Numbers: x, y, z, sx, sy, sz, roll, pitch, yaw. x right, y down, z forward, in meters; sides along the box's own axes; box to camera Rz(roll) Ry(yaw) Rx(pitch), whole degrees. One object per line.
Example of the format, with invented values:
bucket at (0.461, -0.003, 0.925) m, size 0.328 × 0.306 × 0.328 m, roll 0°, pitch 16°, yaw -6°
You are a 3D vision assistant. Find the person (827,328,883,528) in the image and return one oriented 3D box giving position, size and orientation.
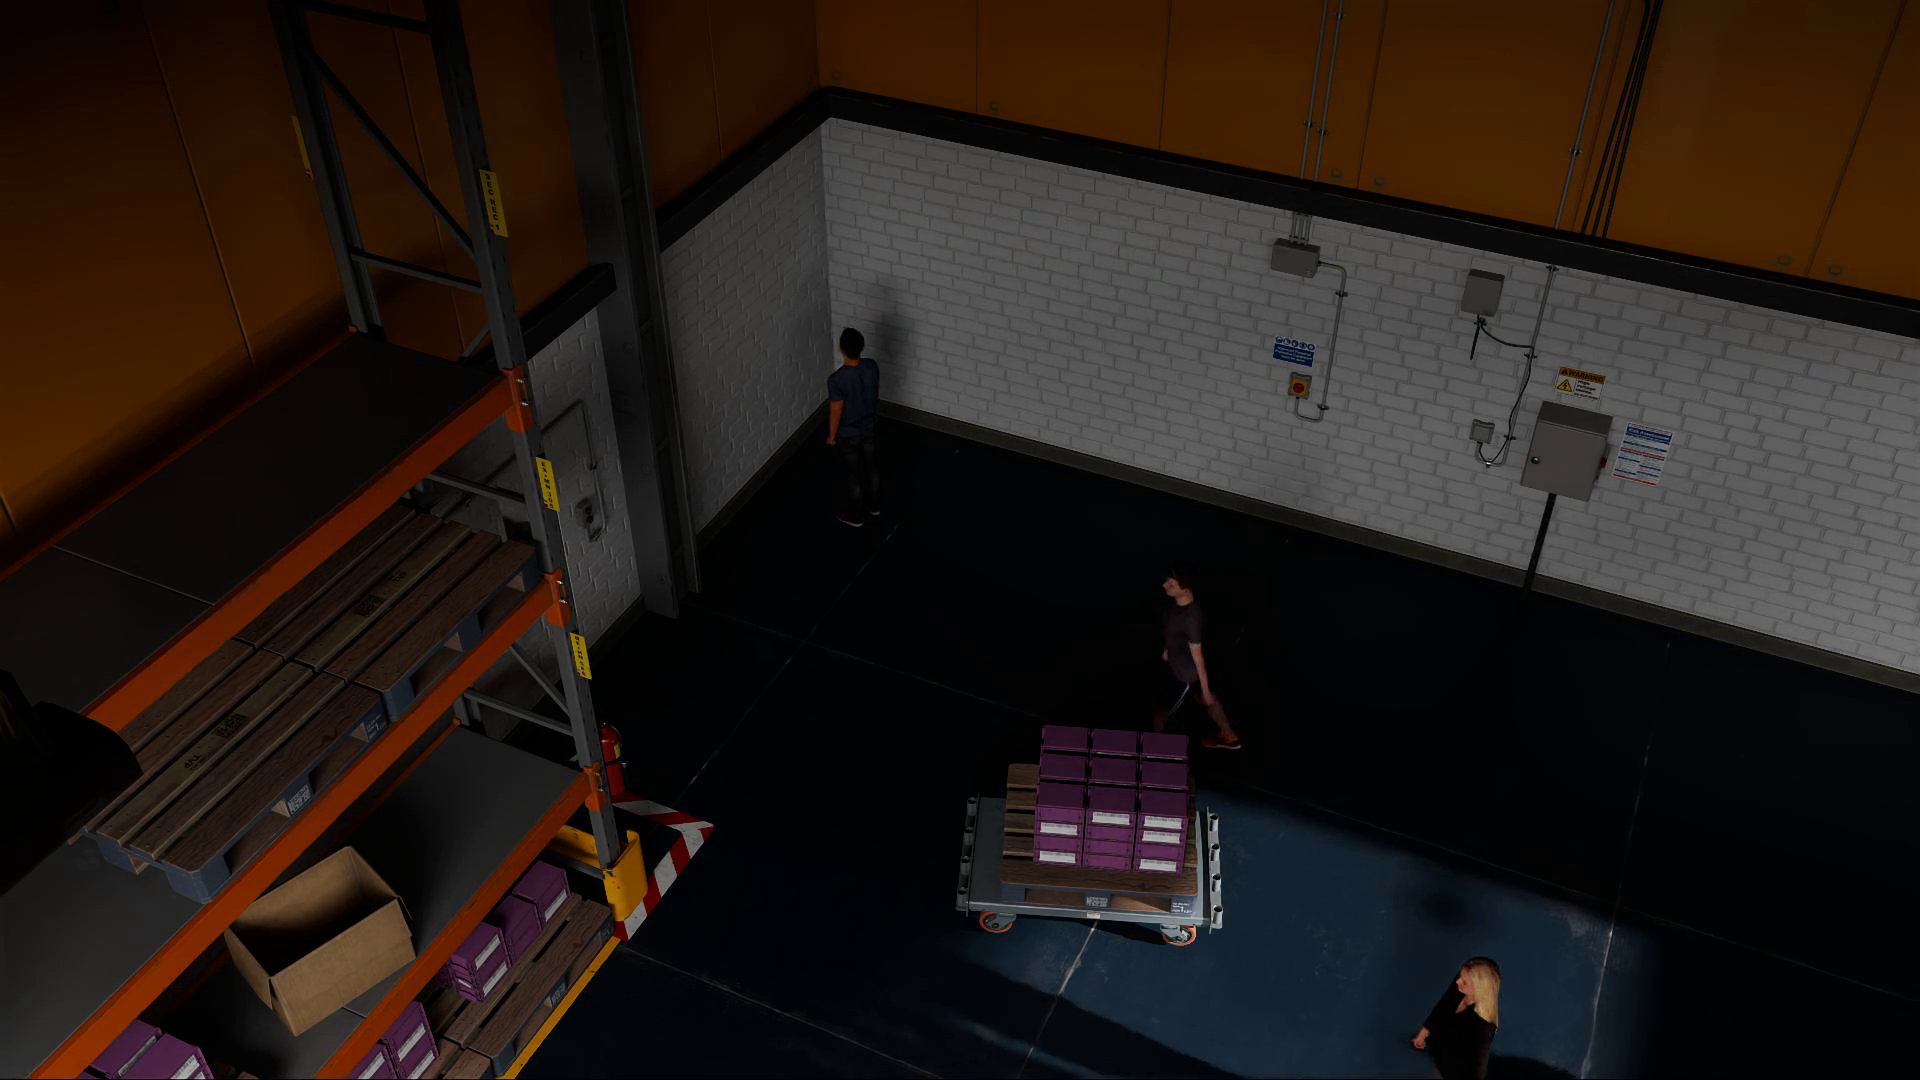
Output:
person at (-0.837, -0.910, 13.382) m, size 0.621 × 1.810 × 0.783 m, roll -30°, pitch 47°, yaw -32°

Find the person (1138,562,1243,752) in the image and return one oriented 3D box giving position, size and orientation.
person at (1.607, 0.880, 11.163) m, size 1.143 × 1.781 × 1.313 m, roll 0°, pitch 39°, yaw 0°

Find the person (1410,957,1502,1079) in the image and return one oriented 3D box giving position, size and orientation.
person at (2.682, 2.798, 8.731) m, size 0.904 × 1.820 × 0.937 m, roll 1°, pitch 39°, yaw 1°
